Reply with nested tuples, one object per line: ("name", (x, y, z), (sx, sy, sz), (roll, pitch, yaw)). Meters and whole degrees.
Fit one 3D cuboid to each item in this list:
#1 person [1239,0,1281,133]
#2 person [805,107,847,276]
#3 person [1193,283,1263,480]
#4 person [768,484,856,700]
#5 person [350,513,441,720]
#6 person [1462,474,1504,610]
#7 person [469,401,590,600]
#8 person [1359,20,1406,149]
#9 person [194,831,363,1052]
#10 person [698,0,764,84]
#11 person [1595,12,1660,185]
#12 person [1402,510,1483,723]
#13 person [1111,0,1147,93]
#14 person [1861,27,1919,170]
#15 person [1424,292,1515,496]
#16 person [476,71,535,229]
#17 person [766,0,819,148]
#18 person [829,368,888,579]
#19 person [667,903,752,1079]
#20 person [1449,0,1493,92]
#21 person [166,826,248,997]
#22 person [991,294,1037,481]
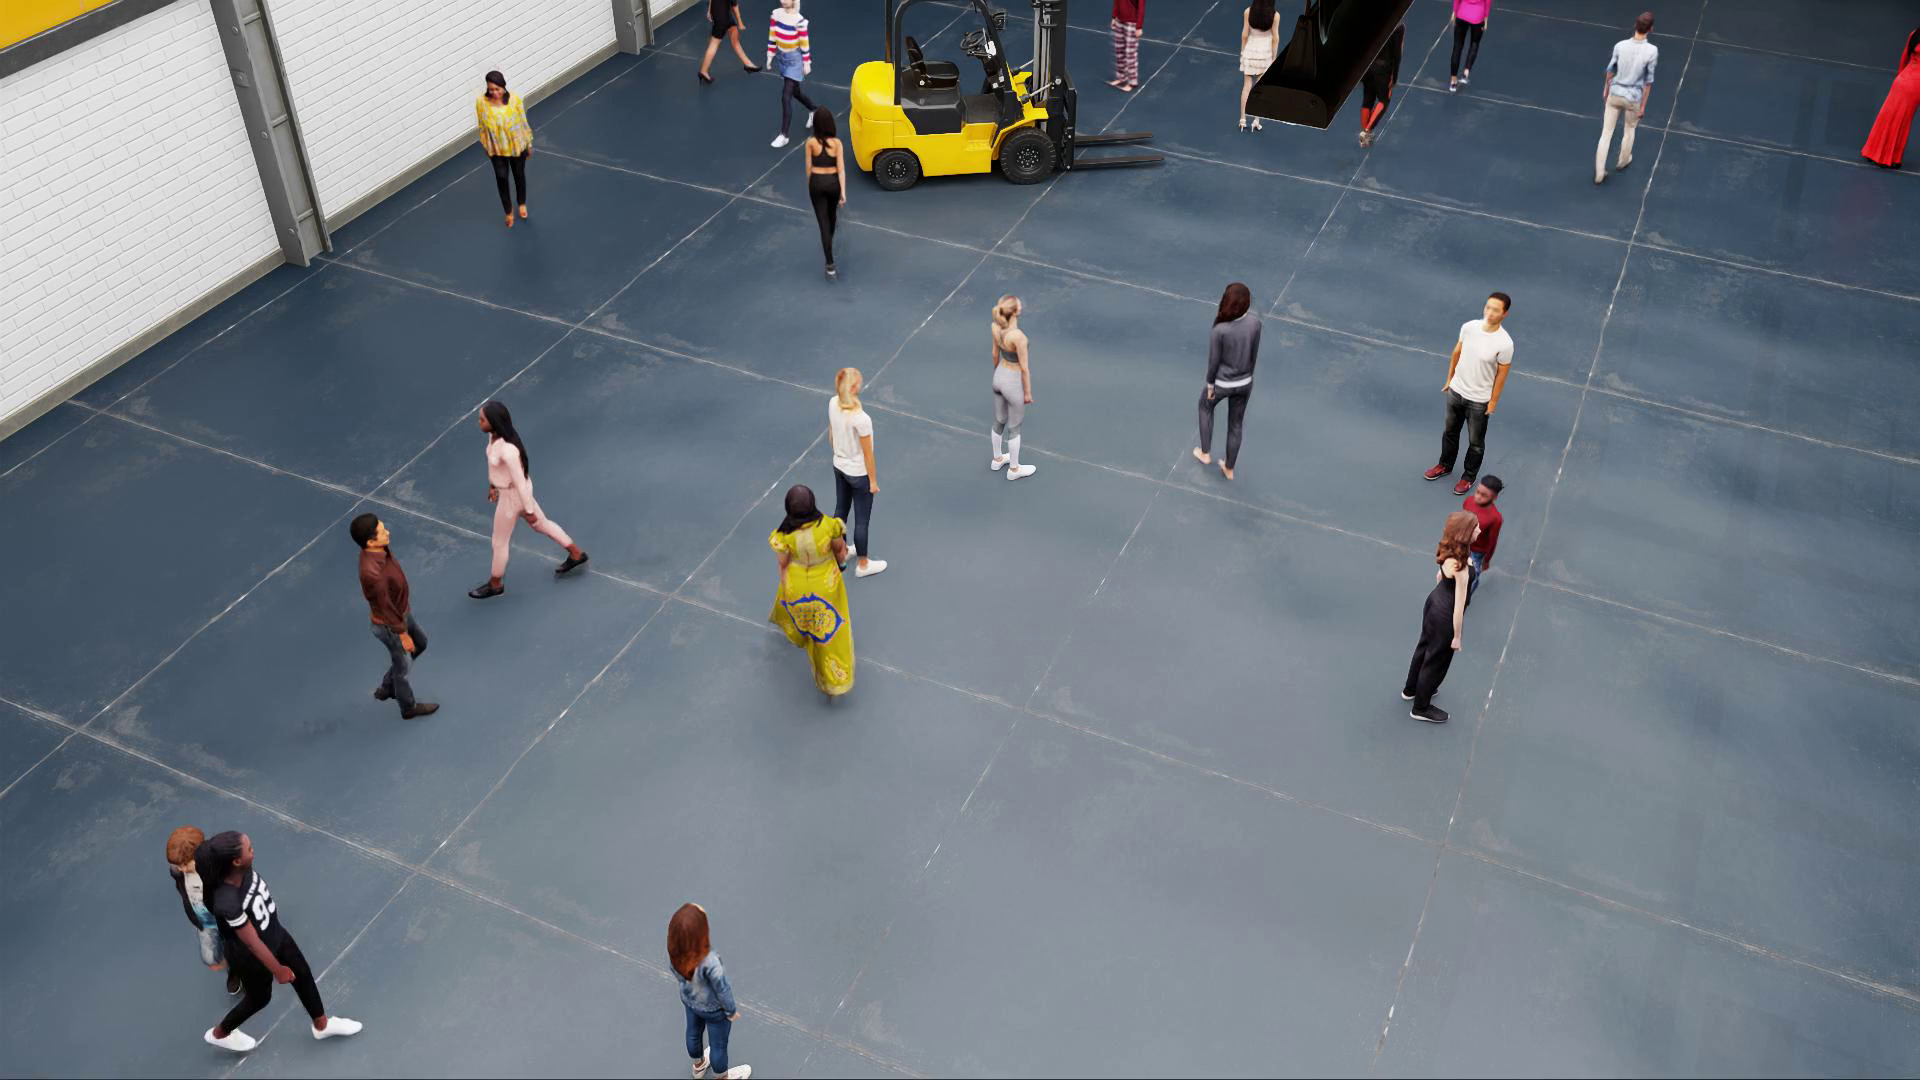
("person", (3.368, -5.474, 18.863), (0.595, 1.736, 0.543), (12, 40, 15))
("person", (-1.325, -3.403, 16.379), (0.957, 1.600, 1.128), (-5, 39, -7))
("person", (2.241, -1.246, 13.556), (0.783, 1.753, 0.843), (-7, 39, -9))
("person", (-1.012, 0.384, 11.646), (1.182, 1.599, 1.368), (-5, 39, -6))
("person", (-3.940, 0.566, 11.273), (0.868, 1.771, 0.803), (-10, 40, -12))
("person", (3.869, 0.006, 12.395), (0.684, 1.244, 0.622), (-24, 45, -27))
("person", (-3.239, -0.324, 12.465), (1.226, 1.674, 1.124), (-15, 41, -18))
("person", (4.595, -5.182, 18.450), (0.702, 1.797, 0.865), (23, 44, 26))
("person", (-3.958, 2.278, 9.173), (1.016, 1.716, 1.086), (-4, 39, -5))
("person", (-2.926, -6.223, 19.902), (1.094, 1.611, 0.986), (-21, 43, -24))
("person", (7.090, -4.694, 17.816), (0.773, 1.825, 1.023), (23, 44, 26))
("person", (3.298, 0.502, 11.372), (0.725, 1.748, 0.608), (-1, 39, -2))
("person", (2.016, -6.203, 19.805), (0.658, 1.701, 0.685), (-27, 46, -30))
("person", (10.346, -4.934, 18.157), (0.806, 1.784, 0.742), (-12, 40, -14))
("person", (4.169, -1.208, 13.476), (0.671, 1.805, 0.707), (-30, 47, -32))
("person", (-4.681, -4.102, 17.224), (0.887, 1.639, 0.946), (-11, 40, -13))
("person", (-1.847, -5.378, 18.717), (0.858, 1.770, 1.207), (27, 46, 30))
("person", (-0.817, -0.518, 12.601), (0.627, 1.808, 0.665), (-31, 48, -33))
("person", (-1.405, 2.494, 9.094), (0.612, 1.477, 0.566), (26, 45, 28))
("person", (6.053, -6.163, 19.777), (0.612, 1.683, 0.673), (13, 40, 16))
("person", (-4.245, 2.112, 9.603), (0.641, 1.438, 0.689), (-2, 39, -2))
("person", (0.404, -1.264, 13.621), (0.681, 1.701, 0.650), (-27, 46, -30))
